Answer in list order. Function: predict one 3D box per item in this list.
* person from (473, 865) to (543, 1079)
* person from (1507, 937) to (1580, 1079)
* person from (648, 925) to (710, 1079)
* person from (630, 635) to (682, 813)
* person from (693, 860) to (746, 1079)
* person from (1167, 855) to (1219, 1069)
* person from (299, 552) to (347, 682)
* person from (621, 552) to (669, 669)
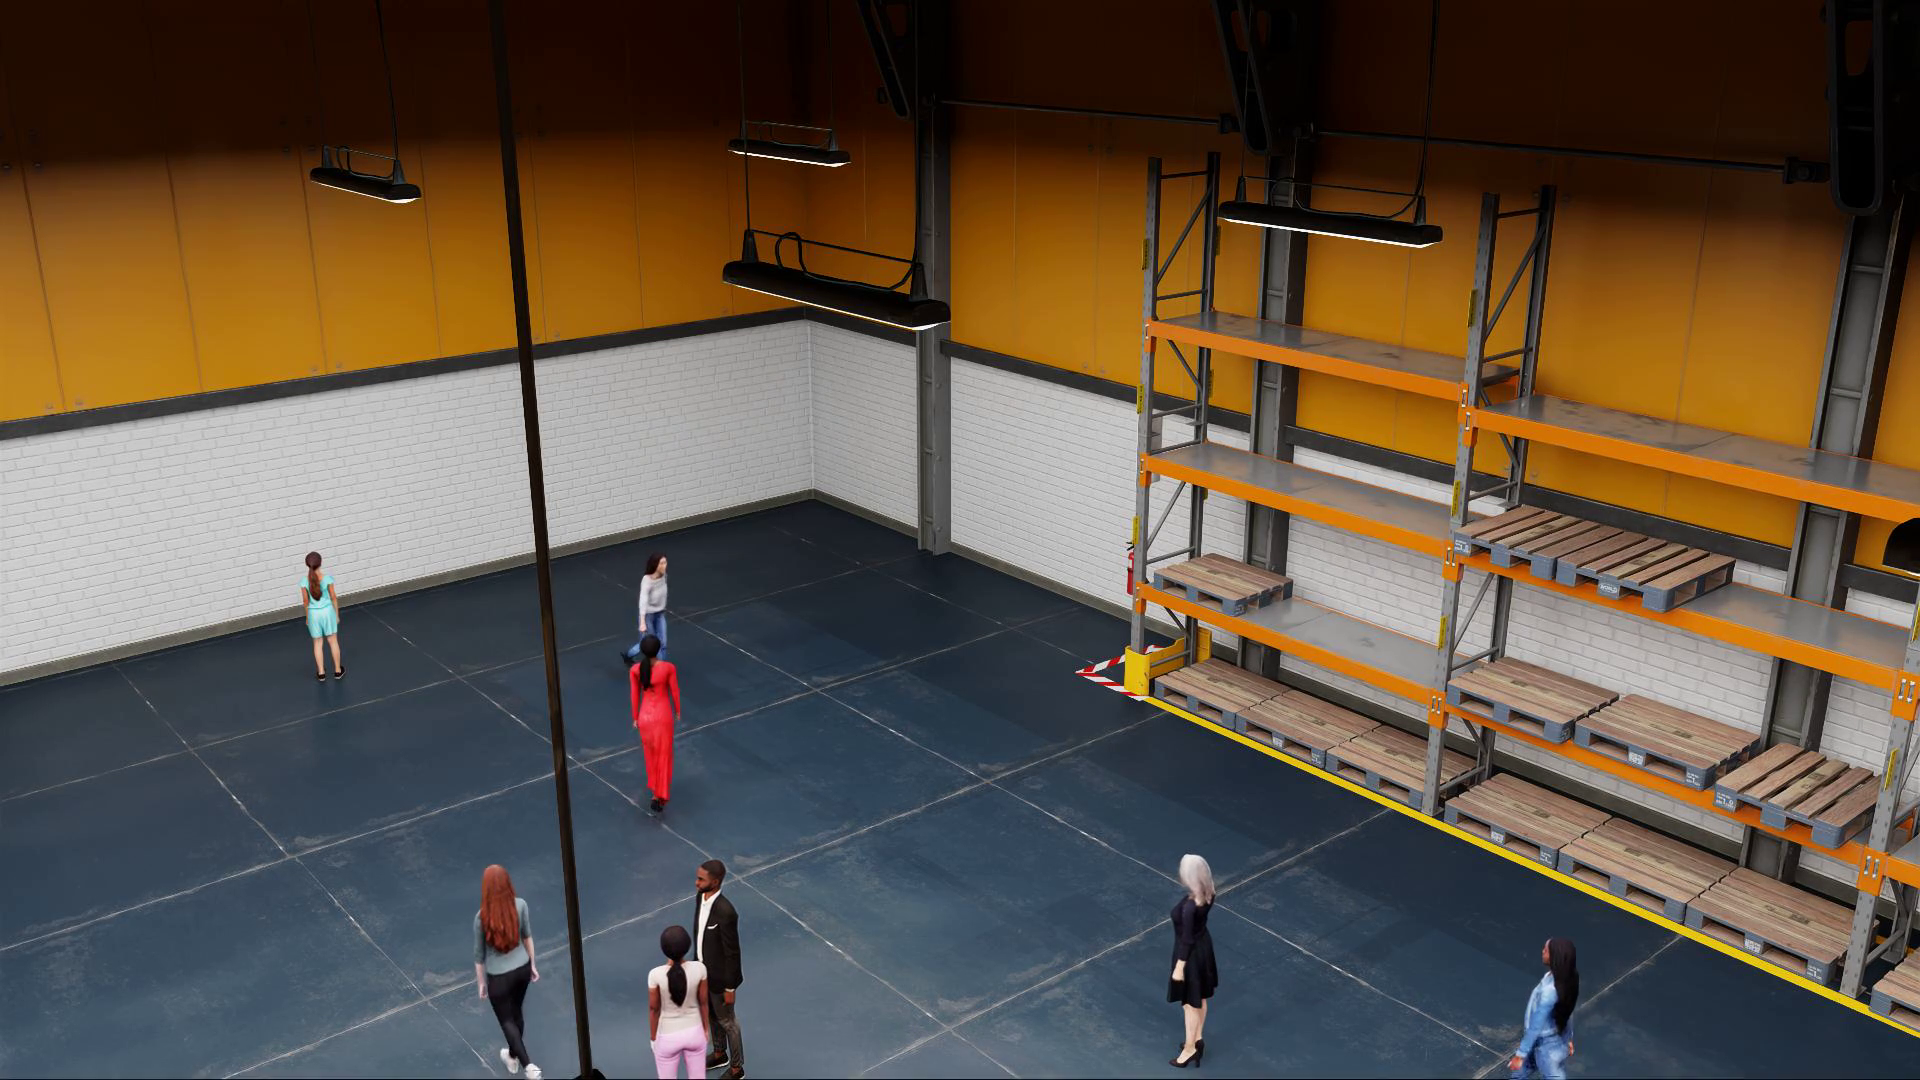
[{"bbox_3d":[-3.236,3.209,12.042,0.642,1.721,1.010,-12,22,-33],"label":"person"},{"bbox_3d":[4.074,3.506,11.249,1.251,1.663,0.843,13,22,33],"label":"person"},{"bbox_3d":[-1.921,3.414,11.403,0.626,1.740,0.622,-7,20,-19],"label":"person"},{"bbox_3d":[-2.971,1.811,16.151,1.041,1.749,1.165,0,19,1],"label":"person"},{"bbox_3d":[-1.771,3.142,12.117,0.736,1.800,0.490,-13,23,-34],"label":"person"},{"bbox_3d":[1.716,3.104,12.312,0.679,1.747,0.675,10,21,27],"label":"person"},{"bbox_3d":[-7.390,0.868,19.248,0.630,1.558,0.657,-5,19,-16],"label":"person"},{"bbox_3d":[-3.604,0.896,19.105,1.037,1.597,0.823,10,21,27],"label":"person"}]
